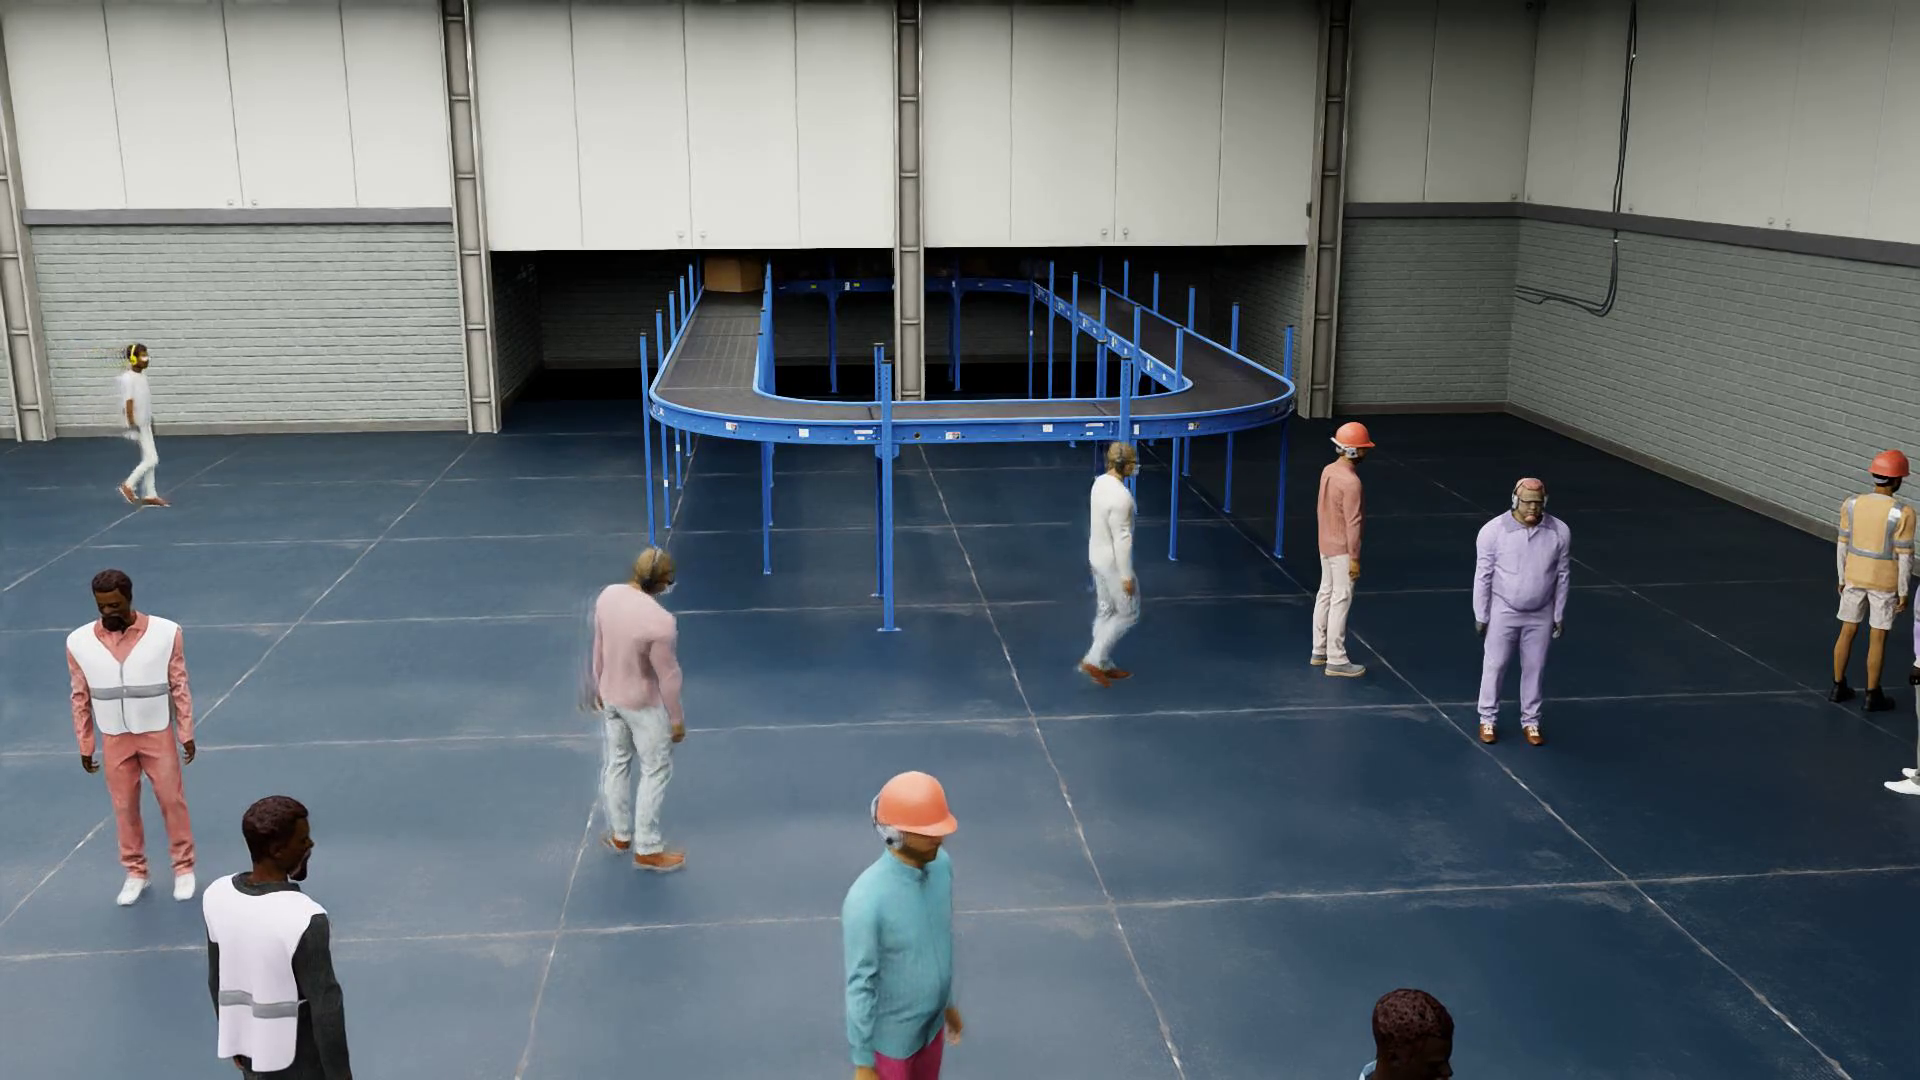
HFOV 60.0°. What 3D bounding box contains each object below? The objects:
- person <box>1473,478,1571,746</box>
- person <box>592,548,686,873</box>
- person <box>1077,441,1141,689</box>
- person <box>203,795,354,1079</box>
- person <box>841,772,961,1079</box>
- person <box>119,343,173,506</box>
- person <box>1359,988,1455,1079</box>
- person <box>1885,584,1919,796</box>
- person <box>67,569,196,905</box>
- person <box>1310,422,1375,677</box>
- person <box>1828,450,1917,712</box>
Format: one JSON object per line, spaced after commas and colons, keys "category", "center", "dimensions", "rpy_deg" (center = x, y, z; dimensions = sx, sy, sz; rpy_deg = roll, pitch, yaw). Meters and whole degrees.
{"category": "person", "center": [3.861, 0.499, 11.465], "dimensions": [0.634, 1.900, 0.398], "rpy_deg": [1, 14, 2]}
{"category": "person", "center": [-1.881, 0.958, 9.634], "dimensions": [0.731, 1.897, 0.379], "rpy_deg": [11, 18, 37]}
{"category": "person", "center": [1.158, 0.196, 12.629], "dimensions": [0.480, 1.925, 0.639], "rpy_deg": [-3, 14, -12]}
{"category": "person", "center": [-2.451, 1.847, 6.020], "dimensions": [0.597, 1.913, 0.369], "rpy_deg": [7, 16, 27]}
{"category": "person", "center": [-0.192, 1.785, 6.108], "dimensions": [0.401, 1.990, 0.623], "rpy_deg": [8, 16, 30]}
{"category": "person", "center": [-9.156, -1.268, 18.598], "dimensions": [0.436, 1.858, 0.552], "rpy_deg": [-1, 14, -6]}
{"category": "person", "center": [1.189, 2.155, 4.804], "dimensions": [0.397, 1.911, 0.587], "rpy_deg": [13, 19, 41]}
{"category": "person", "center": [6.222, 0.693, 10.612], "dimensions": [0.591, 1.926, 0.386], "rpy_deg": [-12, 18, -39]}
{"category": "person", "center": [-4.540, 1.067, 9.162], "dimensions": [0.598, 1.908, 0.397], "rpy_deg": [-4, 15, -15]}
{"category": "person", "center": [2.996, 0.063, 12.996], "dimensions": [0.396, 1.992, 0.622], "rpy_deg": [-2, 14, -10]}
{"category": "person", "center": [6.698, 0.294, 12.186], "dimensions": [0.359, 1.938, 0.545], "rpy_deg": [-9, 17, -32]}
